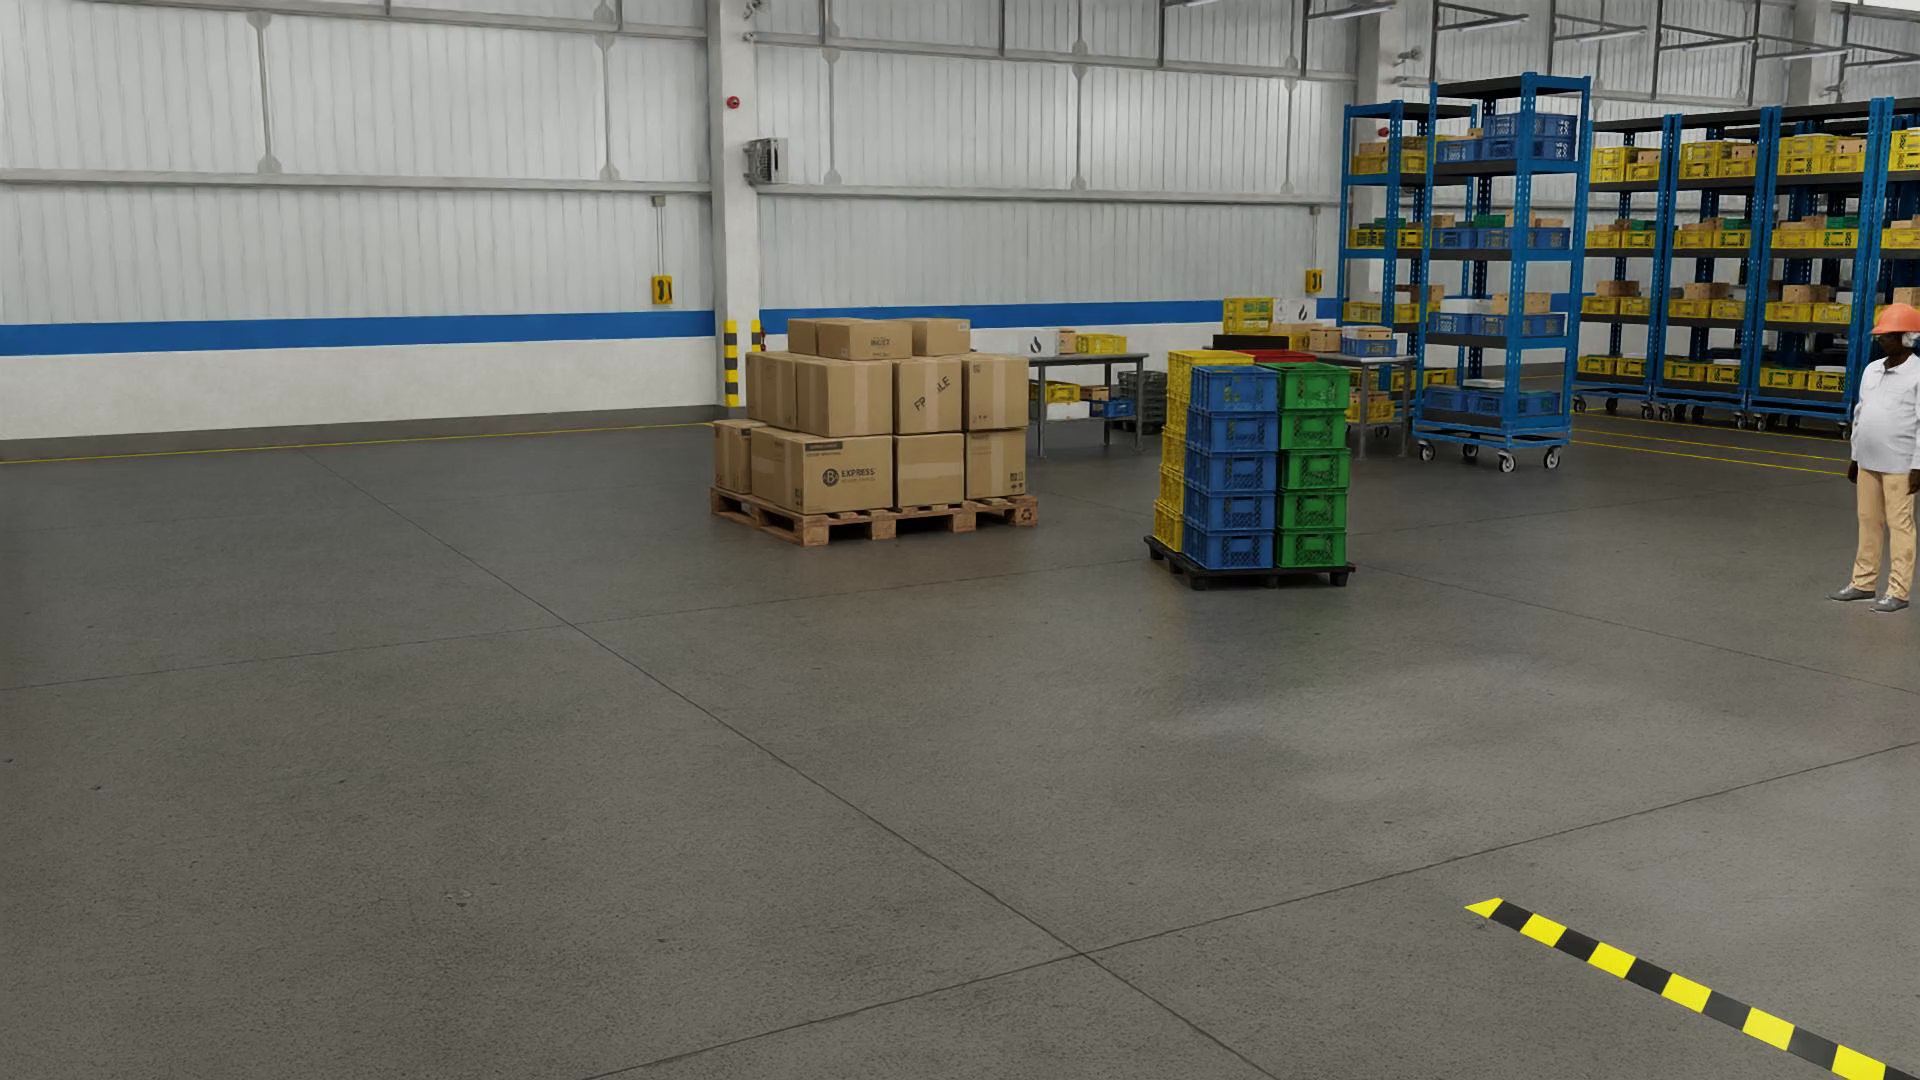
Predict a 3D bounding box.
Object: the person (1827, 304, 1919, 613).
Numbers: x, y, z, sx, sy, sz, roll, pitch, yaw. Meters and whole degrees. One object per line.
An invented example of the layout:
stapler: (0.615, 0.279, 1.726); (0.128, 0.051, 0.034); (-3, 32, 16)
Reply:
person: (5.293, -0.467, 9.506); (0.329, 1.751, 0.571); (-2, 10, -13)

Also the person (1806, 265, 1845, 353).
person: (13.011, -3.219, 24.950); (0.812, 1.808, 0.599); (-9, 13, -41)
